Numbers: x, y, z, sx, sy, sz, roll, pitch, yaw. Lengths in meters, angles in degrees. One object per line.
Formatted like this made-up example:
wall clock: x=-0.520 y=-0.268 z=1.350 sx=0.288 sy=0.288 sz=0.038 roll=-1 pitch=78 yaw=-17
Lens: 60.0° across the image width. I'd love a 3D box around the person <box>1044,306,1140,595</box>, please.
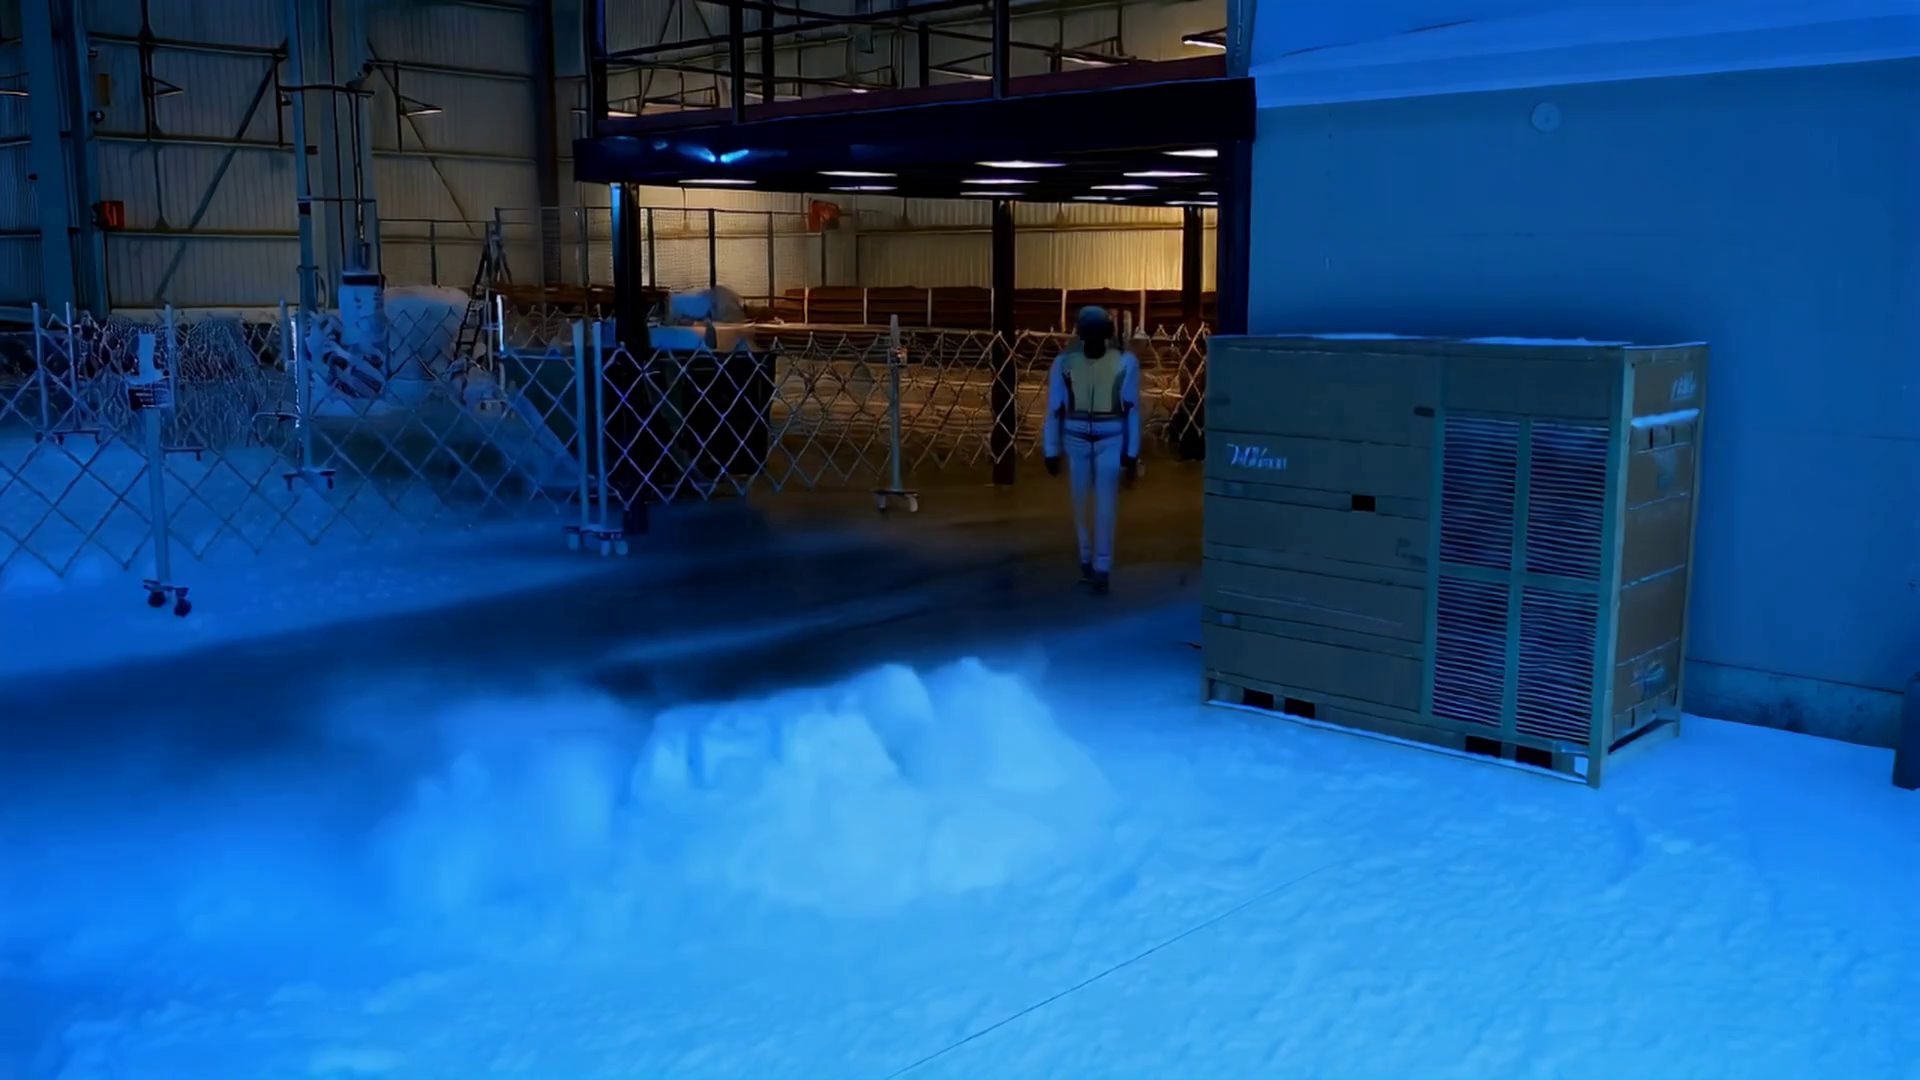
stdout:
person: x=0.843 y=-0.583 z=10.741 sx=0.606 sy=1.828 sz=0.993 roll=2 pitch=9 yaw=10
